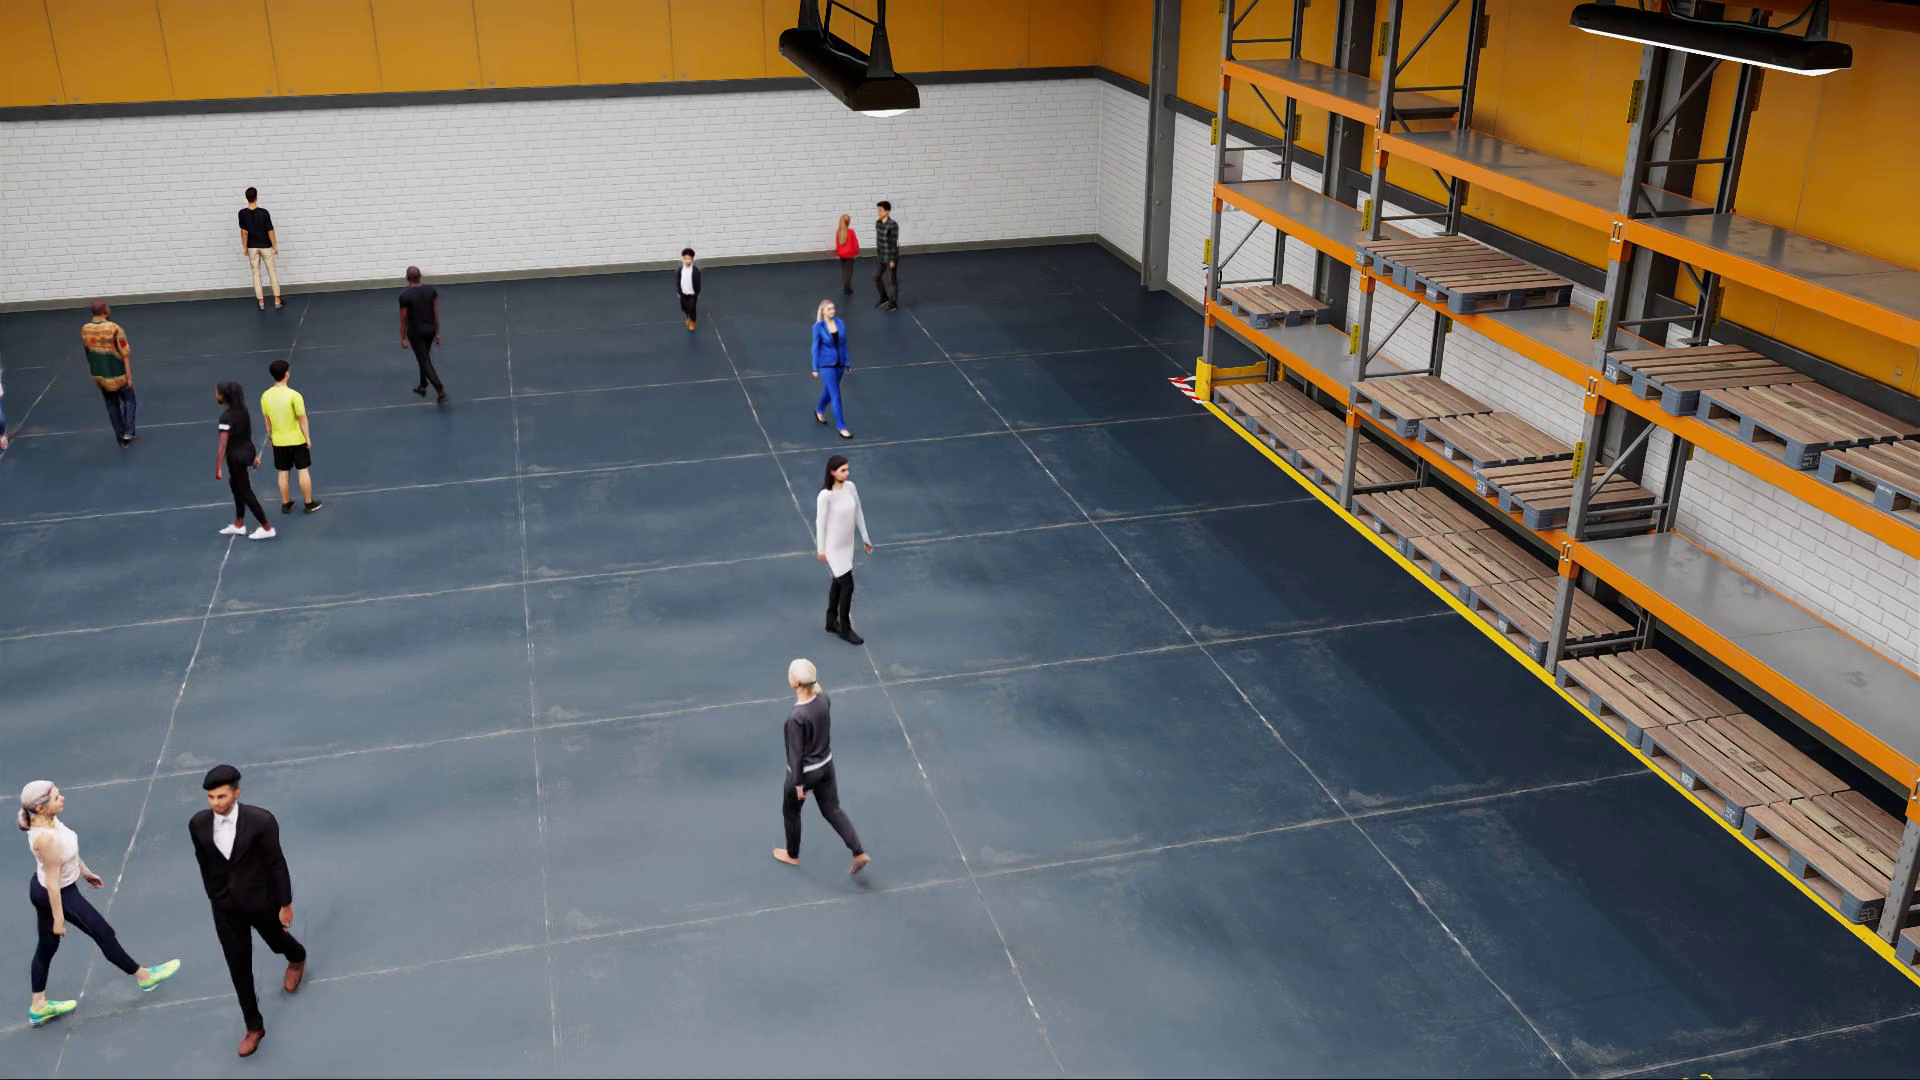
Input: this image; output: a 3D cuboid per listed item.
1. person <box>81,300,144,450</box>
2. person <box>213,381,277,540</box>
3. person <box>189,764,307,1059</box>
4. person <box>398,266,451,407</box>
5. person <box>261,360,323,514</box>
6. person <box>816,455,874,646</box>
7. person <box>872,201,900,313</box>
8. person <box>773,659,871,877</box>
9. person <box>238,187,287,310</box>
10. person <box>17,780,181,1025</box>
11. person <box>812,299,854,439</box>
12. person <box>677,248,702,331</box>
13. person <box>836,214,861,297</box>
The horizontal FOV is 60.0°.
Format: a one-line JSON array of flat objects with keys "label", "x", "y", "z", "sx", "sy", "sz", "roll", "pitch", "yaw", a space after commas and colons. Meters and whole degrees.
[{"label": "person", "x": -10.139, "y": -1.940, "z": 19.794, "sx": 0.745, "sy": 1.791, "sz": 0.780, "roll": -1, "pitch": 24, "yaw": -2}, {"label": "person", "x": -7.413, "y": -0.815, "z": 17.318, "sx": 0.827, "sy": 1.714, "sz": 0.873, "roll": 1, "pitch": 24, "yaw": 2}, {"label": "person", "x": -4.368, "y": 2.176, "z": 10.305, "sx": 0.897, "sy": 1.850, "sz": 1.242, "roll": -1, "pitch": 24, "yaw": -1}, {"label": "person", "x": -6.840, "y": -2.577, "z": 21.264, "sx": 1.280, "sy": 1.782, "sz": 1.077, "roll": 21, "pitch": 31, "yaw": 39}, {"label": "person", "x": -7.268, "y": -1.112, "z": 18.006, "sx": 0.680, "sy": 1.706, "sz": 0.629, "roll": 1, "pitch": 24, "yaw": 2}, {"label": "person", "x": -1.160, "y": 0.054, "z": 15.235, "sx": 0.903, "sy": 1.789, "sz": 0.834, "roll": 16, "pitch": 28, "yaw": 32}, {"label": "person", "x": -1.062, "y": -4.360, "z": 25.466, "sx": 0.737, "sy": 1.703, "sz": 0.825, "roll": 20, "pitch": 31, "yaw": 38}, {"label": "person", "x": -0.986, "y": 1.626, "z": 11.751, "sx": 1.106, "sy": 1.700, "sz": 0.969, "roll": 18, "pitch": 29, "yaw": 35}, {"label": "person", "x": -10.751, "y": -4.486, "z": 25.536, "sx": 0.652, "sy": 1.857, "sz": 0.509, "roll": -6, "pitch": 24, "yaw": -12}, {"label": "person", "x": -5.688, "y": 2.273, "z": 10.321, "sx": 0.943, "sy": 1.660, "sz": 1.133, "roll": -16, "pitch": 28, "yaw": -33}, {"label": "person", "x": -1.623, "y": -2.122, "z": 20.377, "sx": 0.947, "sy": 1.659, "sz": 1.213, "roll": -18, "pitch": 29, "yaw": -35}, {"label": "person", "x": -4.003, "y": -3.726, "z": 24.599, "sx": 0.602, "sy": 1.216, "sz": 0.687, "roll": 2, "pitch": 24, "yaw": 4}, {"label": "person", "x": -1.808, "y": -4.496, "z": 26.291, "sx": 0.684, "sy": 1.271, "sz": 0.753, "roll": 11, "pitch": 26, "yaw": 24}]
